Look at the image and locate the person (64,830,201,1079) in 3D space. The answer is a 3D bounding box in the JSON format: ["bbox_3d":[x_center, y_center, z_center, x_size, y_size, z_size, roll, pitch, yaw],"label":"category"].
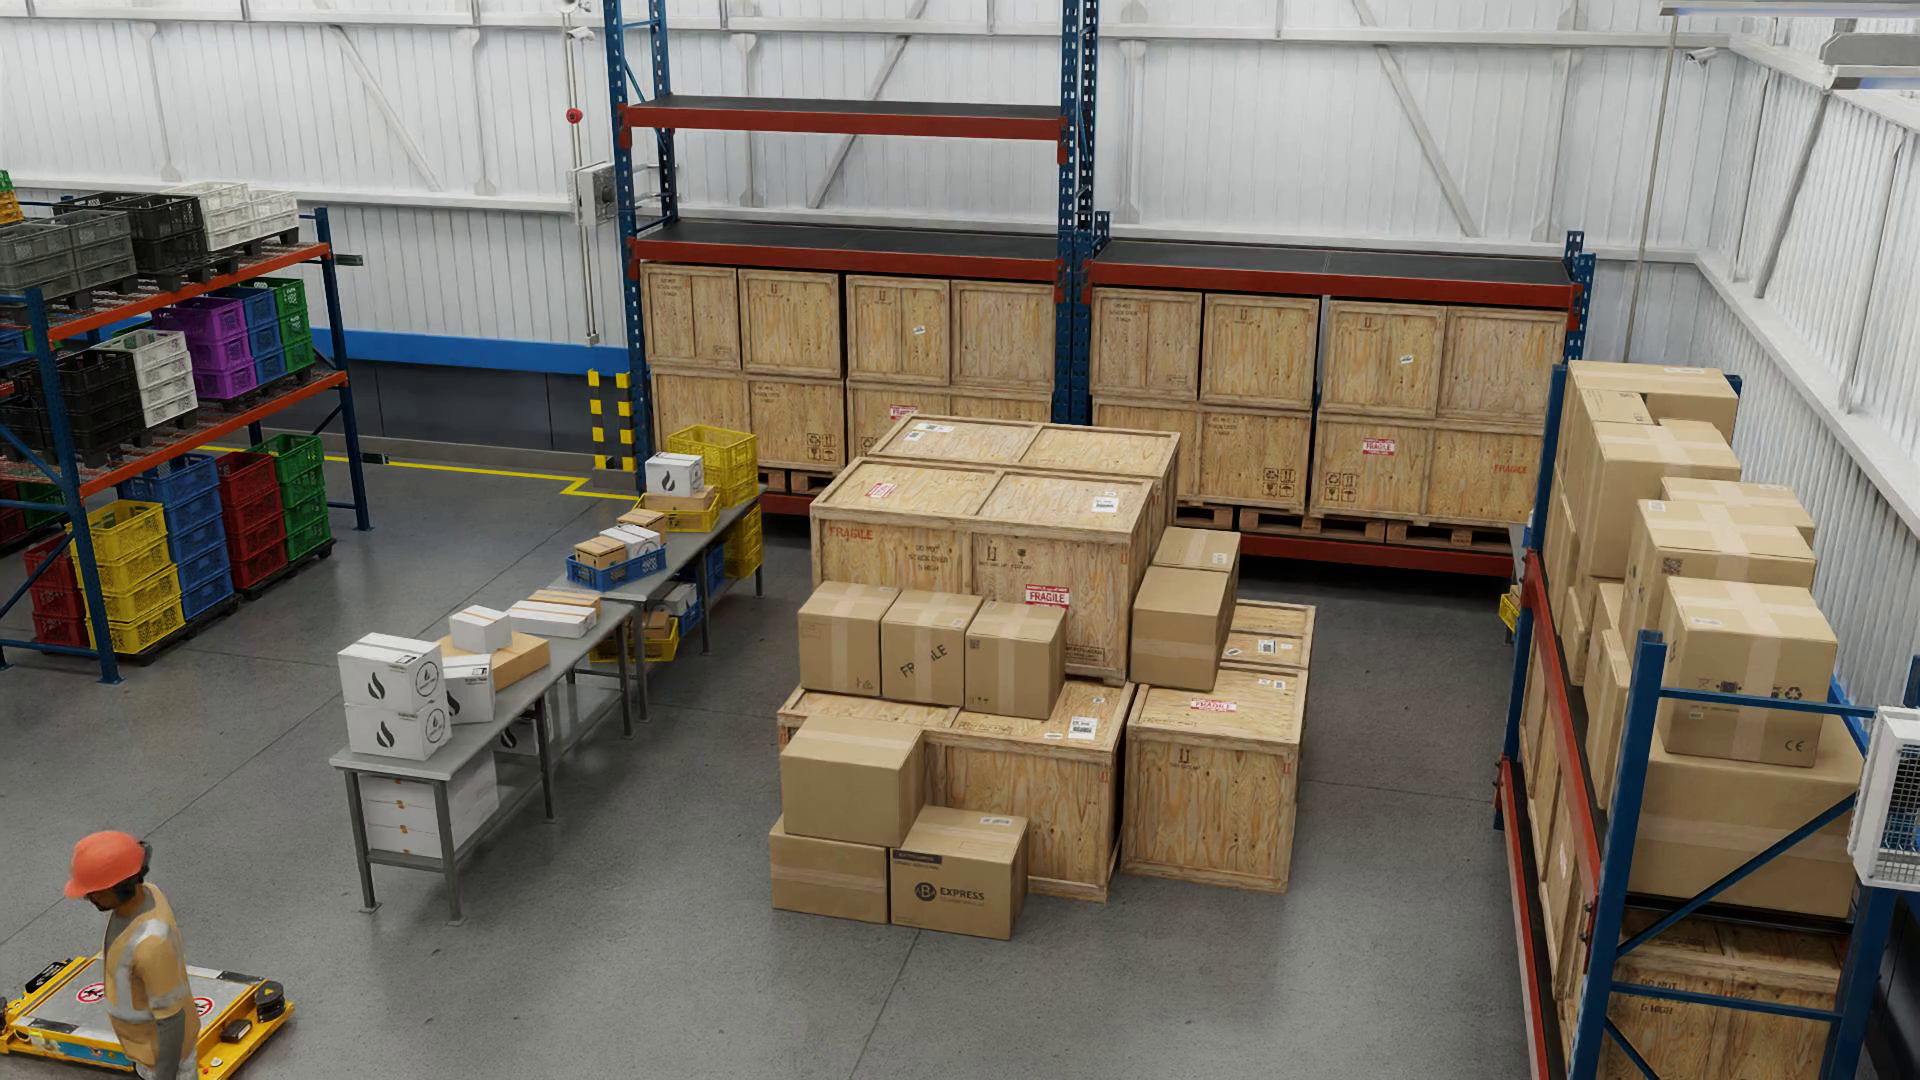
[{"bbox_3d":[-3.421,2.115,7.037,0.384,2.040,0.605,-13,25,-31],"label":"person"}]

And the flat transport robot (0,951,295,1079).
[{"bbox_3d":[-4.270,2.464,8.601,1.431,0.231,0.659,5,22,13],"label":"flat transport robot"}]
